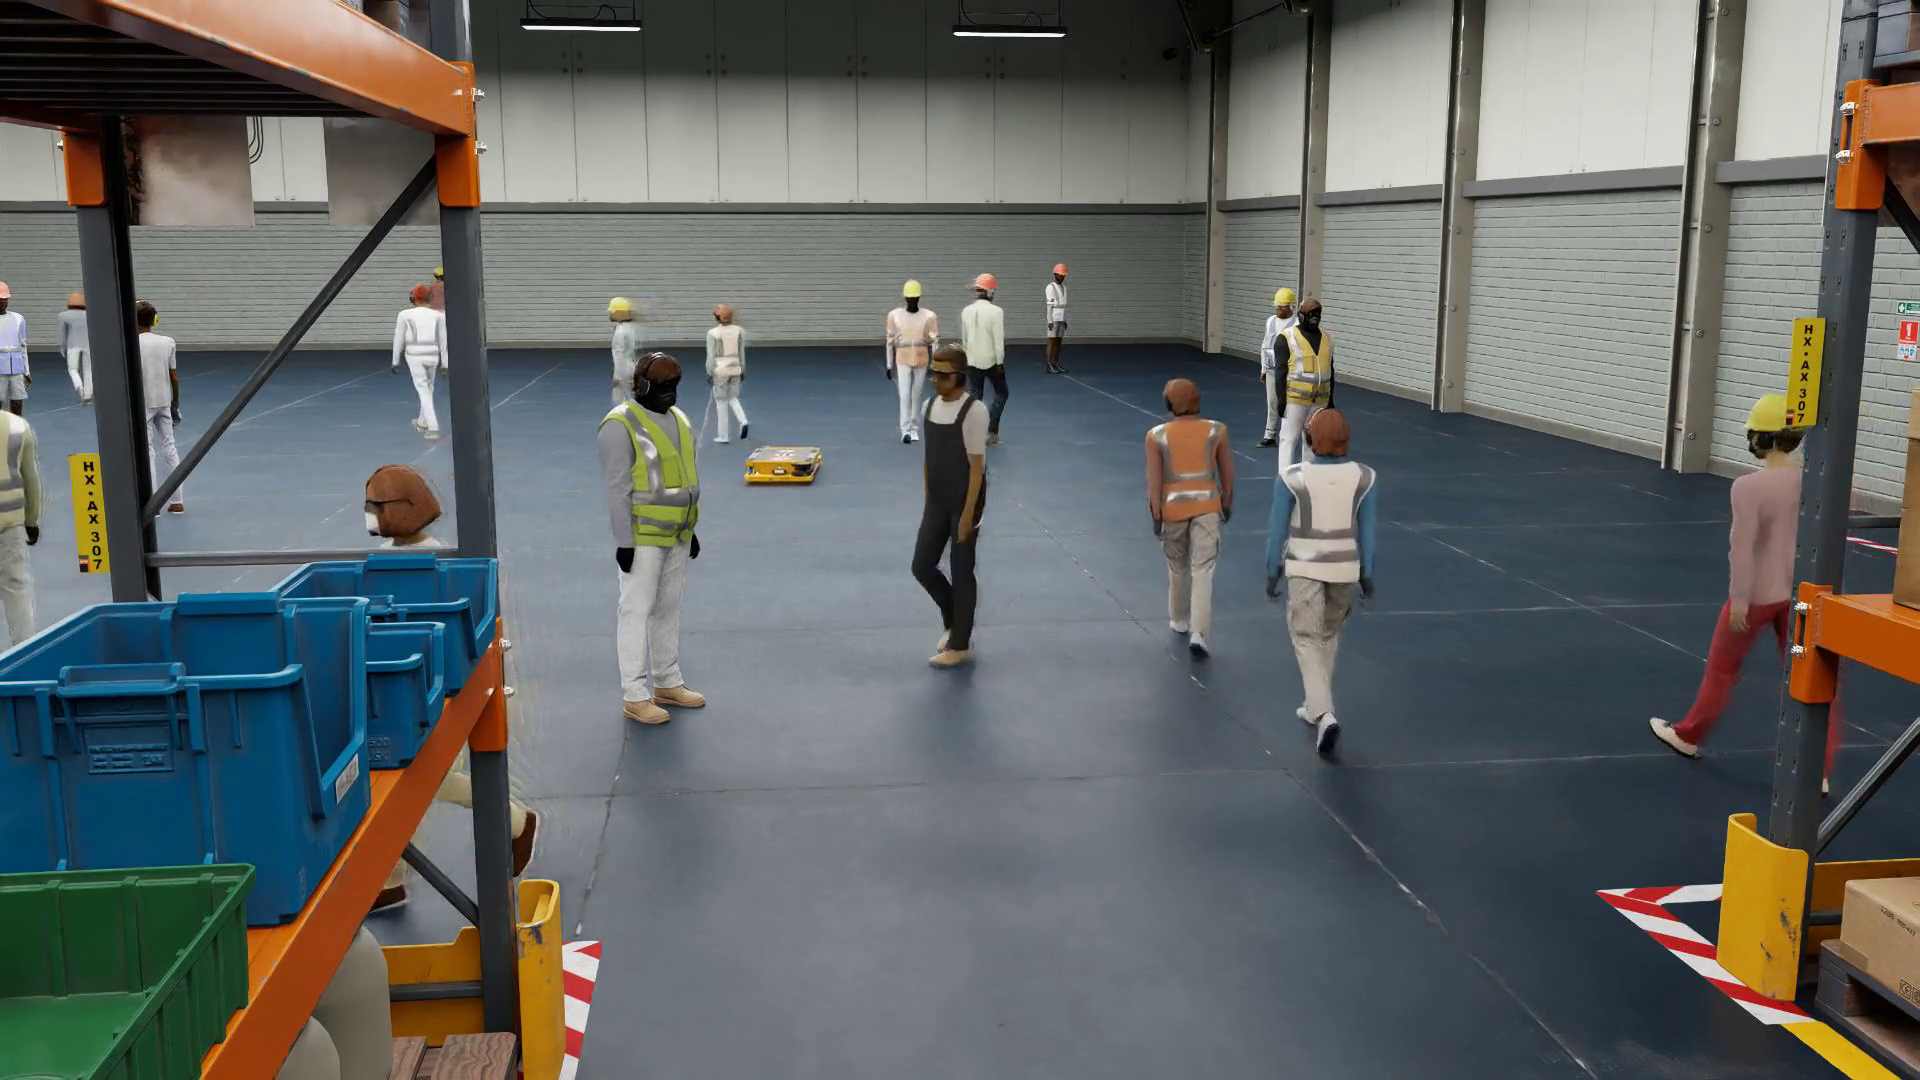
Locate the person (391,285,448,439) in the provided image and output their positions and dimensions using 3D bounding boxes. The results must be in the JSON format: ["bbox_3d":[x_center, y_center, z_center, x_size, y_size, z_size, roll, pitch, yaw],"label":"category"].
[{"bbox_3d":[-6.481,-2.140,19.994,0.595,1.832,1.005,-9,14,-42],"label":"person"}]

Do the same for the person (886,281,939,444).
[{"bbox_3d":[-0.539,-2.053,19.342,0.617,1.880,0.945,-1,10,-5],"label":"person"}]

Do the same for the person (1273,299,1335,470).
[{"bbox_3d":[3.174,-1.281,15.242,0.621,1.845,0.429,-4,11,-21],"label":"person"}]

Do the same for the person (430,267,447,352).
[{"bbox_3d":[-10.859,-4.818,34.829,0.526,1.772,0.307,6,12,30],"label":"person"}]

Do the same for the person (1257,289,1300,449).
[{"bbox_3d":[3.654,-1.930,18.851,0.588,1.823,0.403,9,14,42],"label":"person"}]

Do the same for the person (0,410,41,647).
[{"bbox_3d":[-5.293,-0.109,8.987,0.926,1.782,0.628,9,14,42],"label":"person"}]

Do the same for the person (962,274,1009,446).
[{"bbox_3d":[0.317,-2.045,19.038,0.644,1.980,0.518,9,13,39],"label":"person"}]

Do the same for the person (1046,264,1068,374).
[{"bbox_3d":[1.731,-3.894,29.310,0.376,1.934,0.547,7,13,34],"label":"person"}]

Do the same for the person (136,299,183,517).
[{"bbox_3d":[-6.968,-1.127,14.320,0.329,1.872,0.507,8,13,36],"label":"person"}]

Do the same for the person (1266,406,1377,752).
[{"bbox_3d":[1.727,0.175,7.895,0.522,1.614,0.770,-1,10,-6],"label":"person"}]

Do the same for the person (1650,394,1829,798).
[{"bbox_3d":[3.521,0.220,7.327,0.545,1.714,0.927,-4,11,-20],"label":"person"}]

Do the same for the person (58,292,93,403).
[{"bbox_3d":[-12.649,-2.751,23.917,0.501,1.624,0.528,-7,13,-35],"label":"person"}]

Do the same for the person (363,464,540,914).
[{"bbox_3d":[-1.907,0.523,5.961,0.502,1.612,0.682,9,14,42],"label":"person"}]

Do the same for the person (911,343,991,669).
[{"bbox_3d":[-0.045,-0.181,9.247,0.508,1.825,0.395,9,14,41],"label":"person"}]

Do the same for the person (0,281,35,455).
[{"bbox_3d":[-10.337,-1.835,18.018,0.371,1.935,0.551,7,12,33],"label":"person"}]

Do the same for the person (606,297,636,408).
[{"bbox_3d":[-3.813,-1.869,18.781,0.369,1.733,0.488,0,10,-1],"label":"person"}]

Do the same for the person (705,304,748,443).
[{"bbox_3d":[-2.706,-1.930,19.365,0.533,1.625,0.414,-9,14,-40],"label":"person"}]

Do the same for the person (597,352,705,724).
[{"bbox_3d":[-1.517,-0.020,8.347,0.430,1.838,0.619,5,12,26],"label":"person"}]

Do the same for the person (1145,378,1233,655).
[{"bbox_3d":[1.345,-0.151,9.744,0.525,1.589,0.879,1,10,7],"label":"person"}]

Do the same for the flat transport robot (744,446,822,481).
[{"bbox_3d":[-1.772,-0.774,16.767,0.652,0.197,1.431,0,10,0],"label":"flat transport robot"}]
